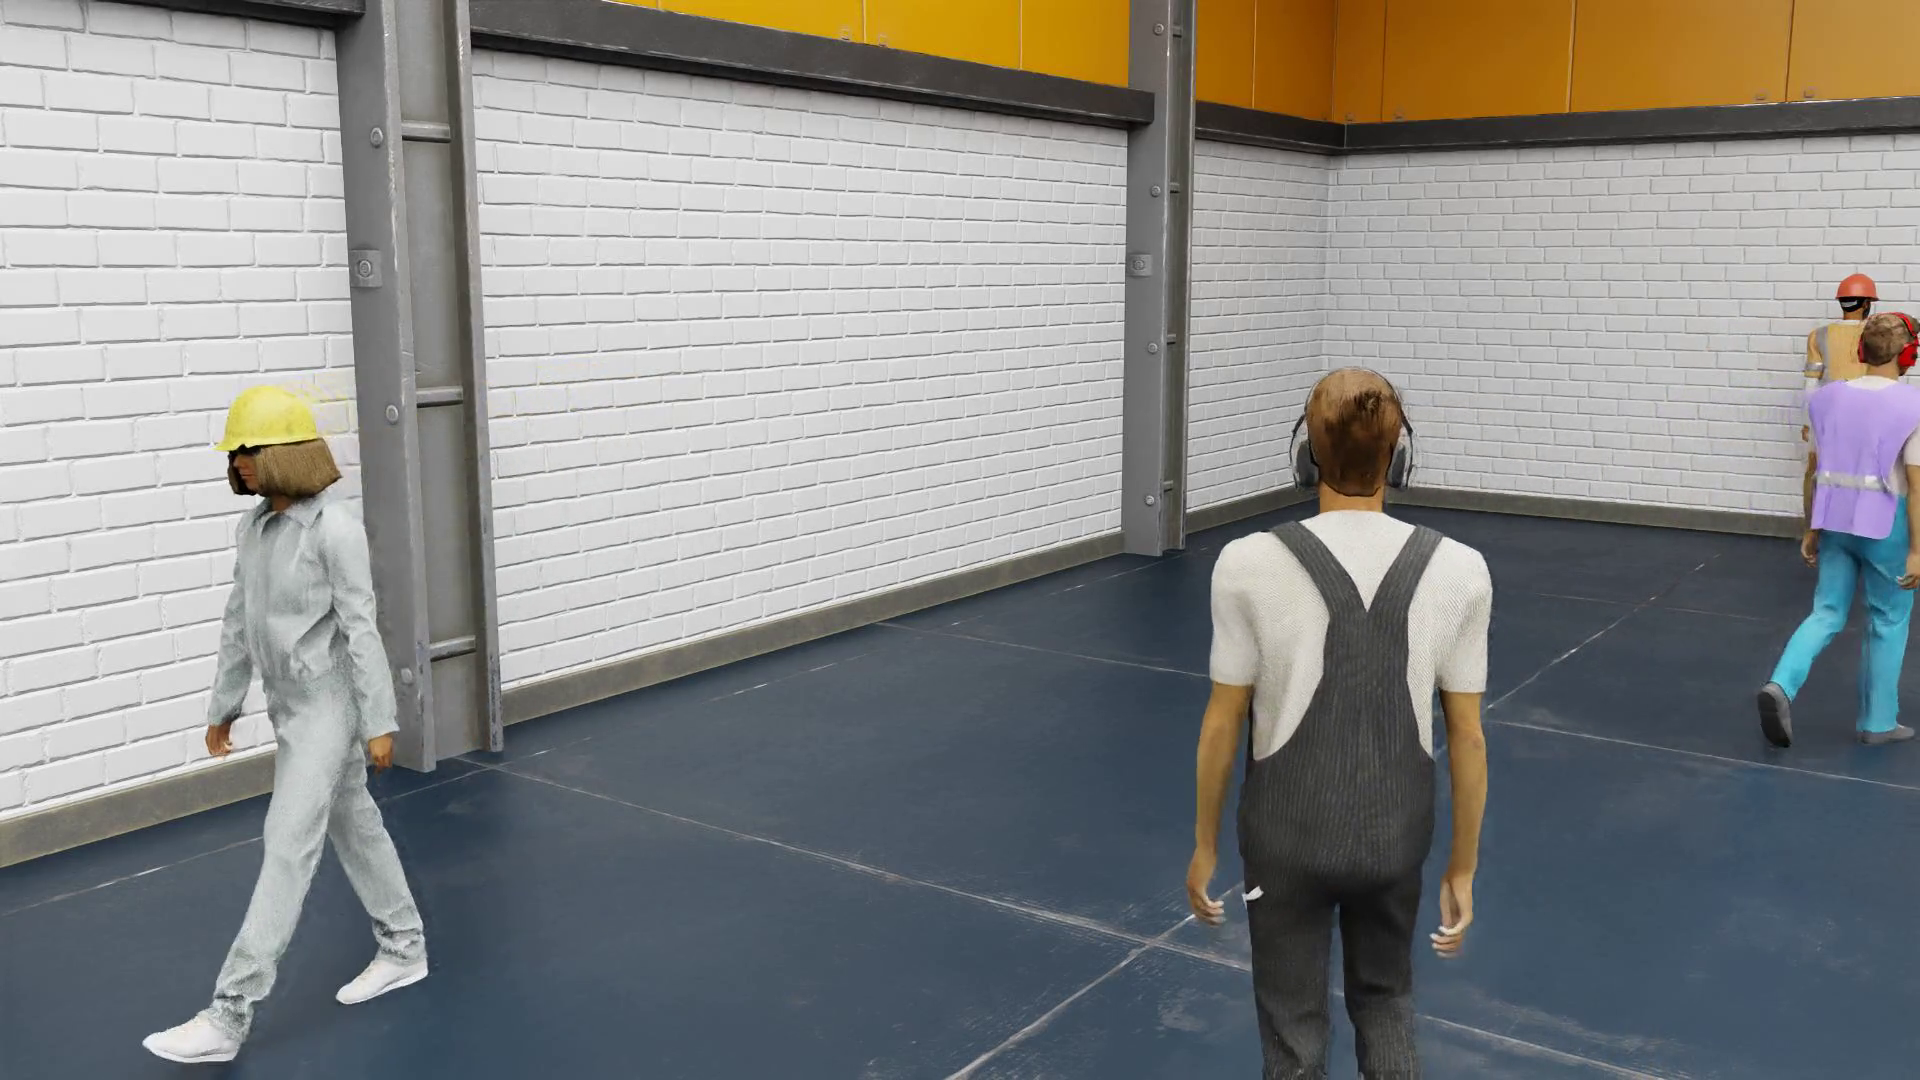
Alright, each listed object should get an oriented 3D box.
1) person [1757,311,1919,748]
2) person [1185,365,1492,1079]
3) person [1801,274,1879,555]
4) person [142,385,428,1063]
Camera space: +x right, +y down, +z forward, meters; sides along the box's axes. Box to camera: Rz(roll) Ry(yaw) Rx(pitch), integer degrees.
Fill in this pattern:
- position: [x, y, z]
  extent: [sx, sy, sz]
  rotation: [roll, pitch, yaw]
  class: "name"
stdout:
- position: [3.659, -0.021, 6.810]
  extent: [0.784, 1.826, 0.568]
  rotation: [-5, 11, -28]
  class: "person"
- position: [0.702, 0.591, 3.158]
  extent: [0.530, 1.833, 0.393]
  rotation: [0, 10, -2]
  class: "person"
- position: [6.072, -0.848, 11.405]
  extent: [0.547, 1.934, 0.375]
  rotation: [6, 11, 32]
  class: "person"
- position: [-1.774, 0.460, 4.287]
  extent: [0.512, 1.695, 0.879]
  rotation: [8, 12, 40]
  class: "person"
